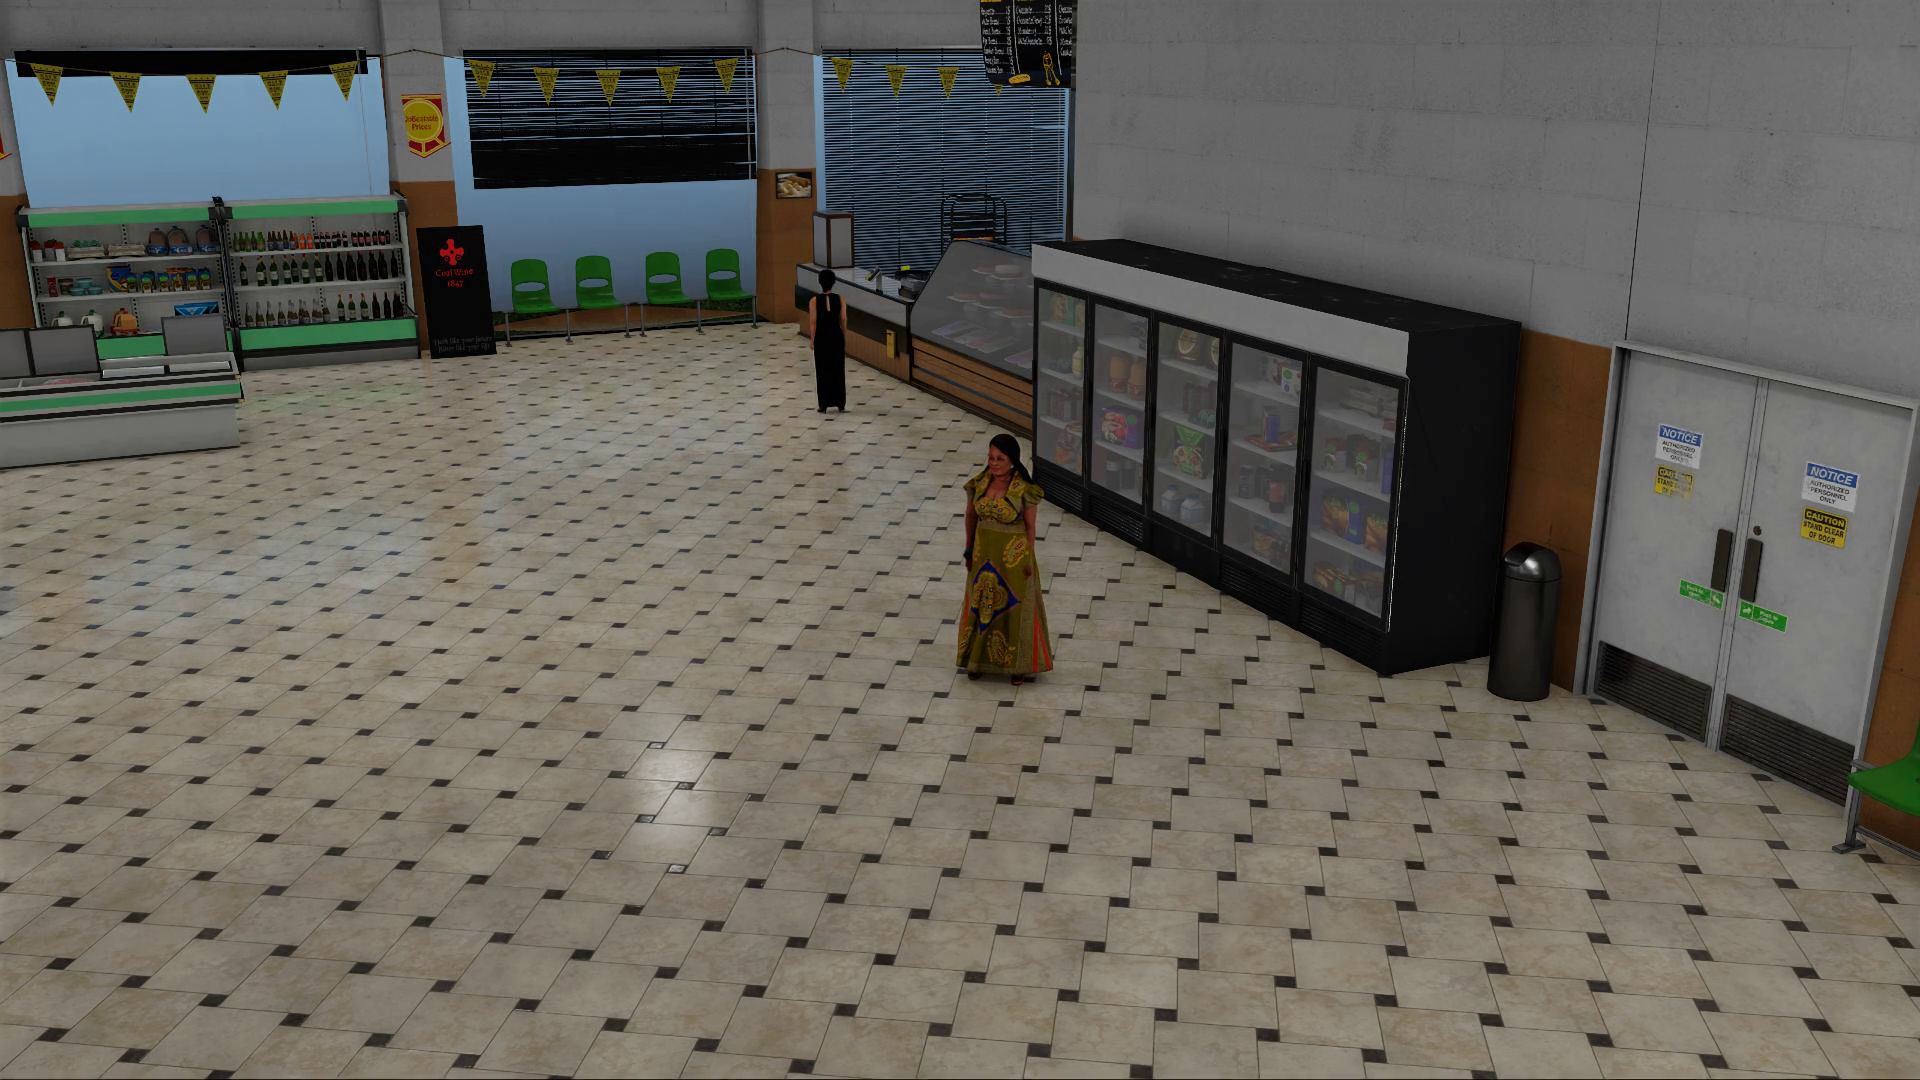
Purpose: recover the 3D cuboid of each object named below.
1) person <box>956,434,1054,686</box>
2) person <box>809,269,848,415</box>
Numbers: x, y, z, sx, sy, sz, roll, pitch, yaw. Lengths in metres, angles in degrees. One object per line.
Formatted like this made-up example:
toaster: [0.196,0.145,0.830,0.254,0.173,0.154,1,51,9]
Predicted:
person: [0.270,0.113,10.789,0.985,1.660,1.056,5,18,17]
person: [-1.463,-2.214,18.549,0.480,1.604,0.657,-5,18,-17]
